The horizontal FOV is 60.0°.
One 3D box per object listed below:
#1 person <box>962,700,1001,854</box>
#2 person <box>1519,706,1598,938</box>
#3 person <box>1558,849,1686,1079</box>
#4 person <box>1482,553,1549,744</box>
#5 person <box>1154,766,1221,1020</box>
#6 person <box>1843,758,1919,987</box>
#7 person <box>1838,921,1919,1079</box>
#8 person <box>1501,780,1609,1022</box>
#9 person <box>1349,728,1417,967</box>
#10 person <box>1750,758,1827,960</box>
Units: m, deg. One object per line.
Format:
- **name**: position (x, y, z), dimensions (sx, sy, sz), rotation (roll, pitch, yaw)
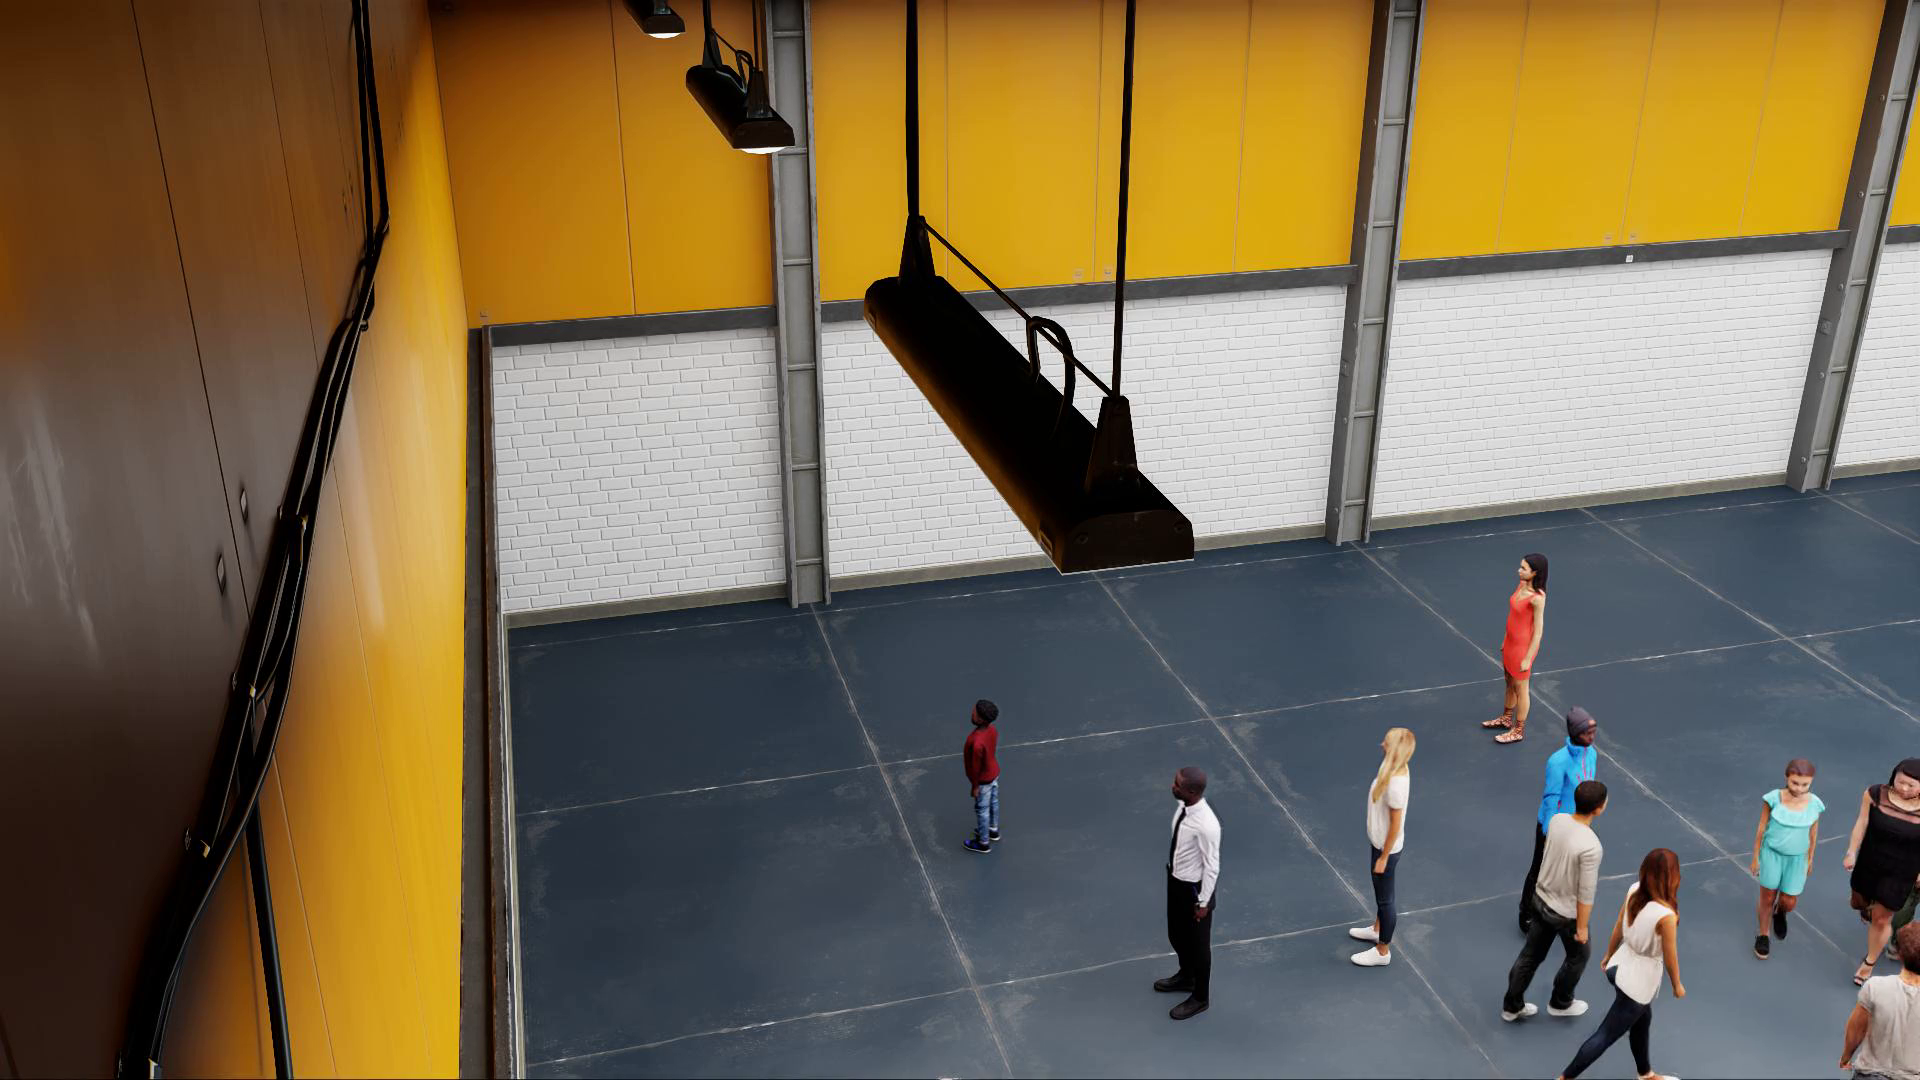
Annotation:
- **person**: position (0.189, 1.780, 12.645), dimensions (0.619, 1.254, 0.575), rotation (9, 25, 19)
- **person**: position (4.169, 1.961, 11.560), dimensions (0.587, 1.792, 0.737), rotation (-14, 27, -30)
- **person**: position (3.963, 2.672, 9.998), dimensions (1.072, 1.740, 0.720), rotation (-2, 24, -4)
- **person**: position (4.746, 0.902, 14.073), dimensions (0.552, 1.719, 0.615), rotation (-3, 24, -7)
- **person**: position (1.511, 2.262, 10.818), dimensions (0.513, 1.833, 0.639), rotation (-6, 24, -13)
- **person**: position (6.223, 2.175, 11.189), dimensions (0.951, 1.696, 1.066), rotation (19, 30, 37)
- **person**: position (5.098, 2.999, 9.077), dimensions (0.771, 1.877, 0.861), rotation (10, 25, 21)
- **person**: position (3.770, 2.366, 10.642), dimensions (0.824, 1.785, 0.762), rotation (-9, 25, -20)
- **person**: position (2.905, 2.067, 11.295), dimensions (0.663, 1.808, 0.674), rotation (5, 24, 12)
- **person**: position (5.668, 2.140, 11.458), dimensions (0.731, 1.545, 0.787), rotation (9, 25, 20)
